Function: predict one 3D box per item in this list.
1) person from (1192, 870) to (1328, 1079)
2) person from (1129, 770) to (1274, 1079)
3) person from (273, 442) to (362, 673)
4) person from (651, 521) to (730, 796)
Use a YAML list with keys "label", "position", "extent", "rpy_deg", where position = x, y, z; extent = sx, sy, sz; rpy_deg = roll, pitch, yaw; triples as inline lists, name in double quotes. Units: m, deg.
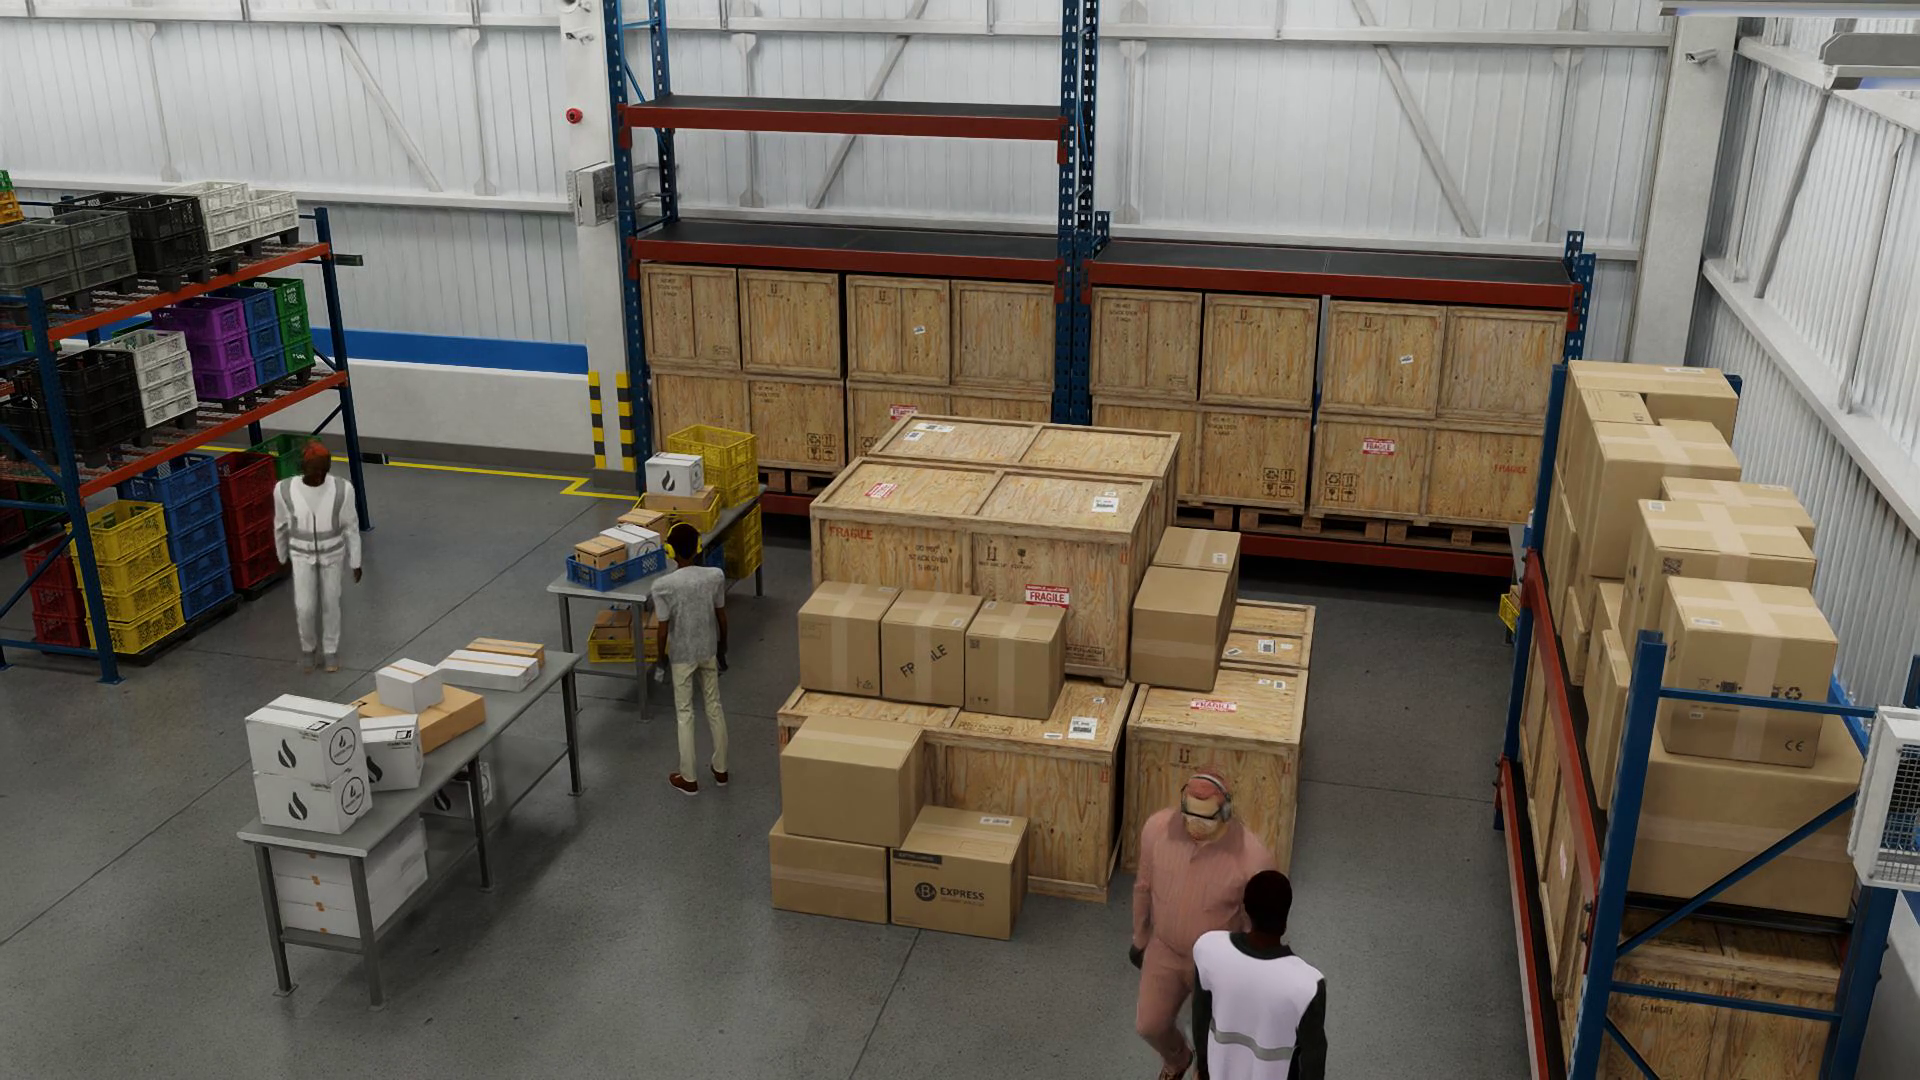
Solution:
- label: "person"
  position: [1.223, 2.225, 6.893]
  extent: [0.590, 1.922, 0.392]
  rpy_deg: [14, 25, 33]
- label: "person"
  position: [1.100, 1.920, 7.724]
  extent: [0.676, 1.888, 0.434]
  rpy_deg: [10, 23, 24]
- label: "person"
  position: [-4.785, 0.139, 12.453]
  extent: [0.605, 1.848, 0.498]
  rpy_deg: [-8, 22, -19]
- label: "person"
  position: [-1.740, 0.762, 10.801]
  extent: [0.507, 1.865, 0.329]
  rpy_deg: [-12, 24, -28]
